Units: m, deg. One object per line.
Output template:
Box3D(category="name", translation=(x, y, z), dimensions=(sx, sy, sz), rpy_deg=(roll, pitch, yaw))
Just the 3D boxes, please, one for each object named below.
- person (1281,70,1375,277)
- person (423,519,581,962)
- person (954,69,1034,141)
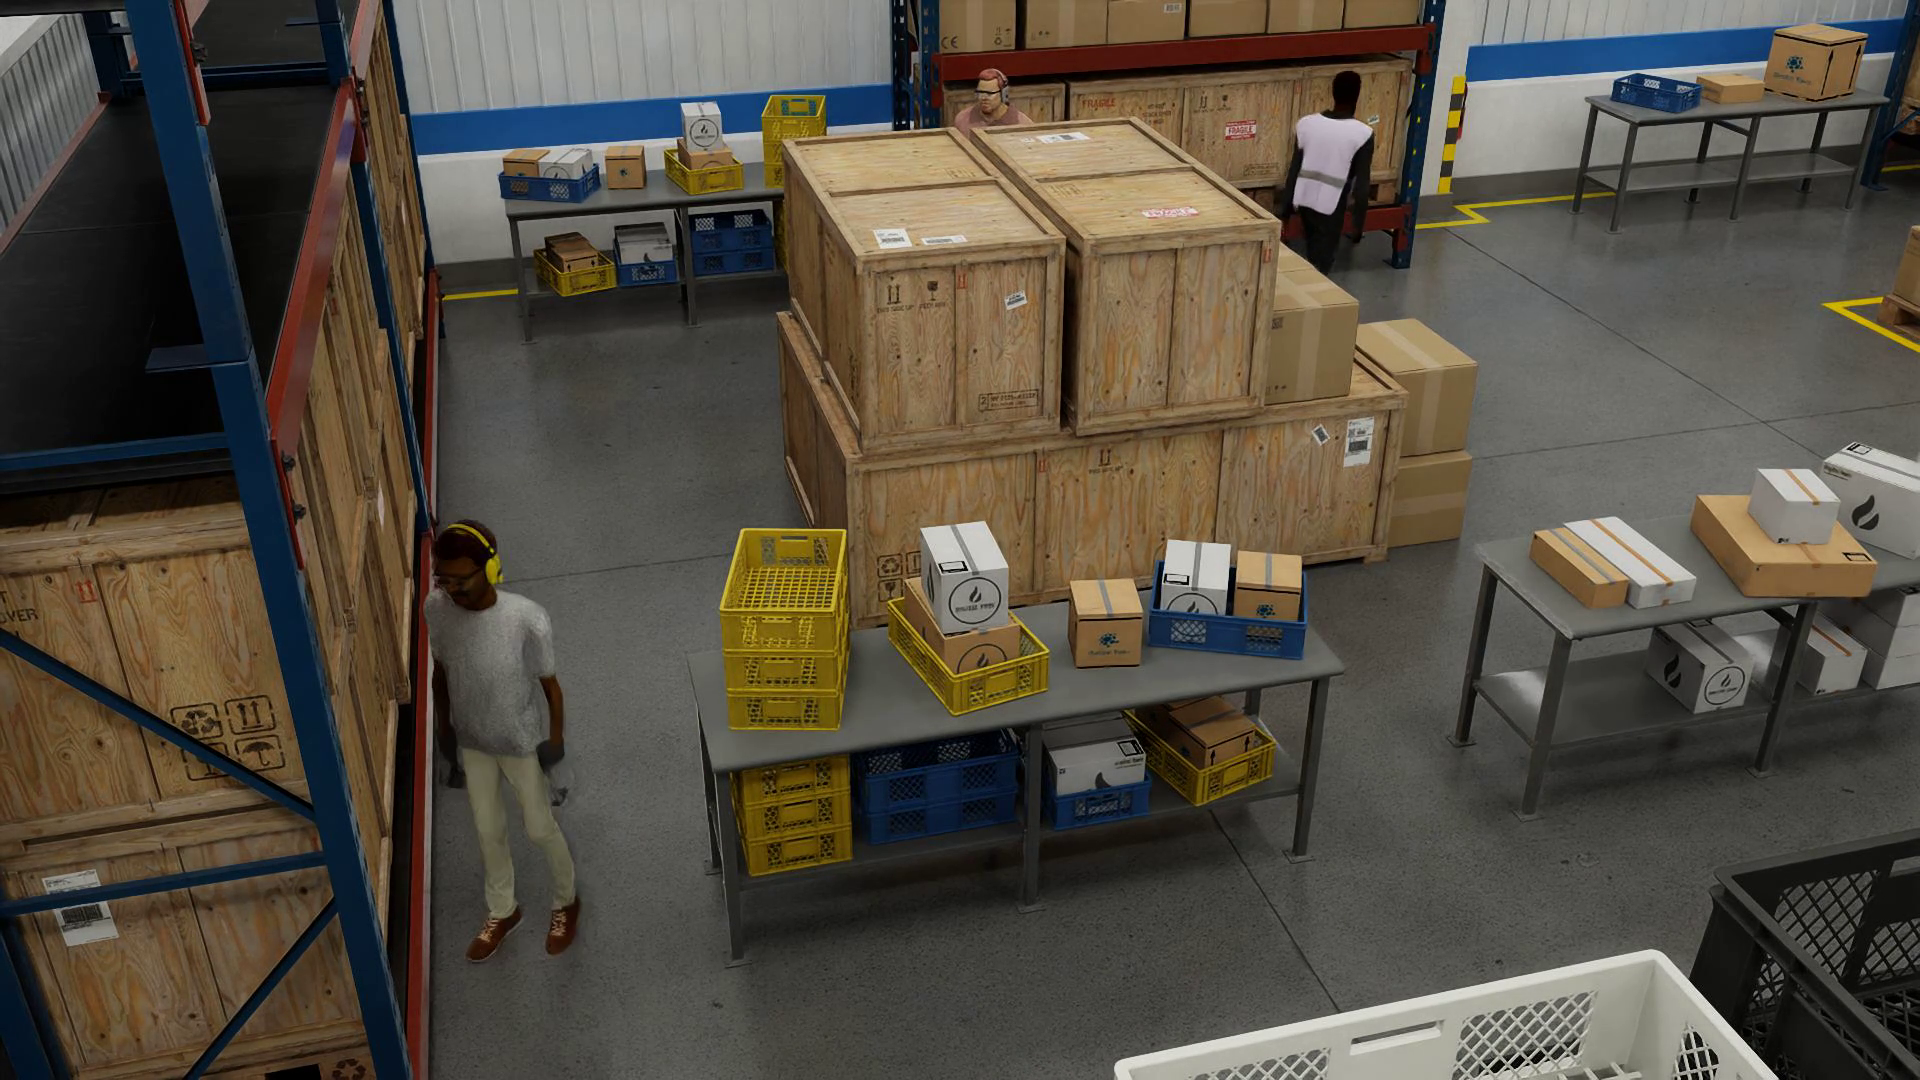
Box3D(category="person", translation=(2.500, -2.296, 11.622), dimensions=(0.611, 1.875, 0.877), rpy_deg=(24, 37, 37))
Box3D(category="person", translation=(-1.684, 0.754, 6.099), dimensions=(0.522, 1.881, 0.391), rpy_deg=(6, 29, 11))
Box3D(category="person", translation=(0.210, -2.329, 11.633), dimensions=(0.638, 1.909, 0.402), rpy_deg=(12, 31, 20))
